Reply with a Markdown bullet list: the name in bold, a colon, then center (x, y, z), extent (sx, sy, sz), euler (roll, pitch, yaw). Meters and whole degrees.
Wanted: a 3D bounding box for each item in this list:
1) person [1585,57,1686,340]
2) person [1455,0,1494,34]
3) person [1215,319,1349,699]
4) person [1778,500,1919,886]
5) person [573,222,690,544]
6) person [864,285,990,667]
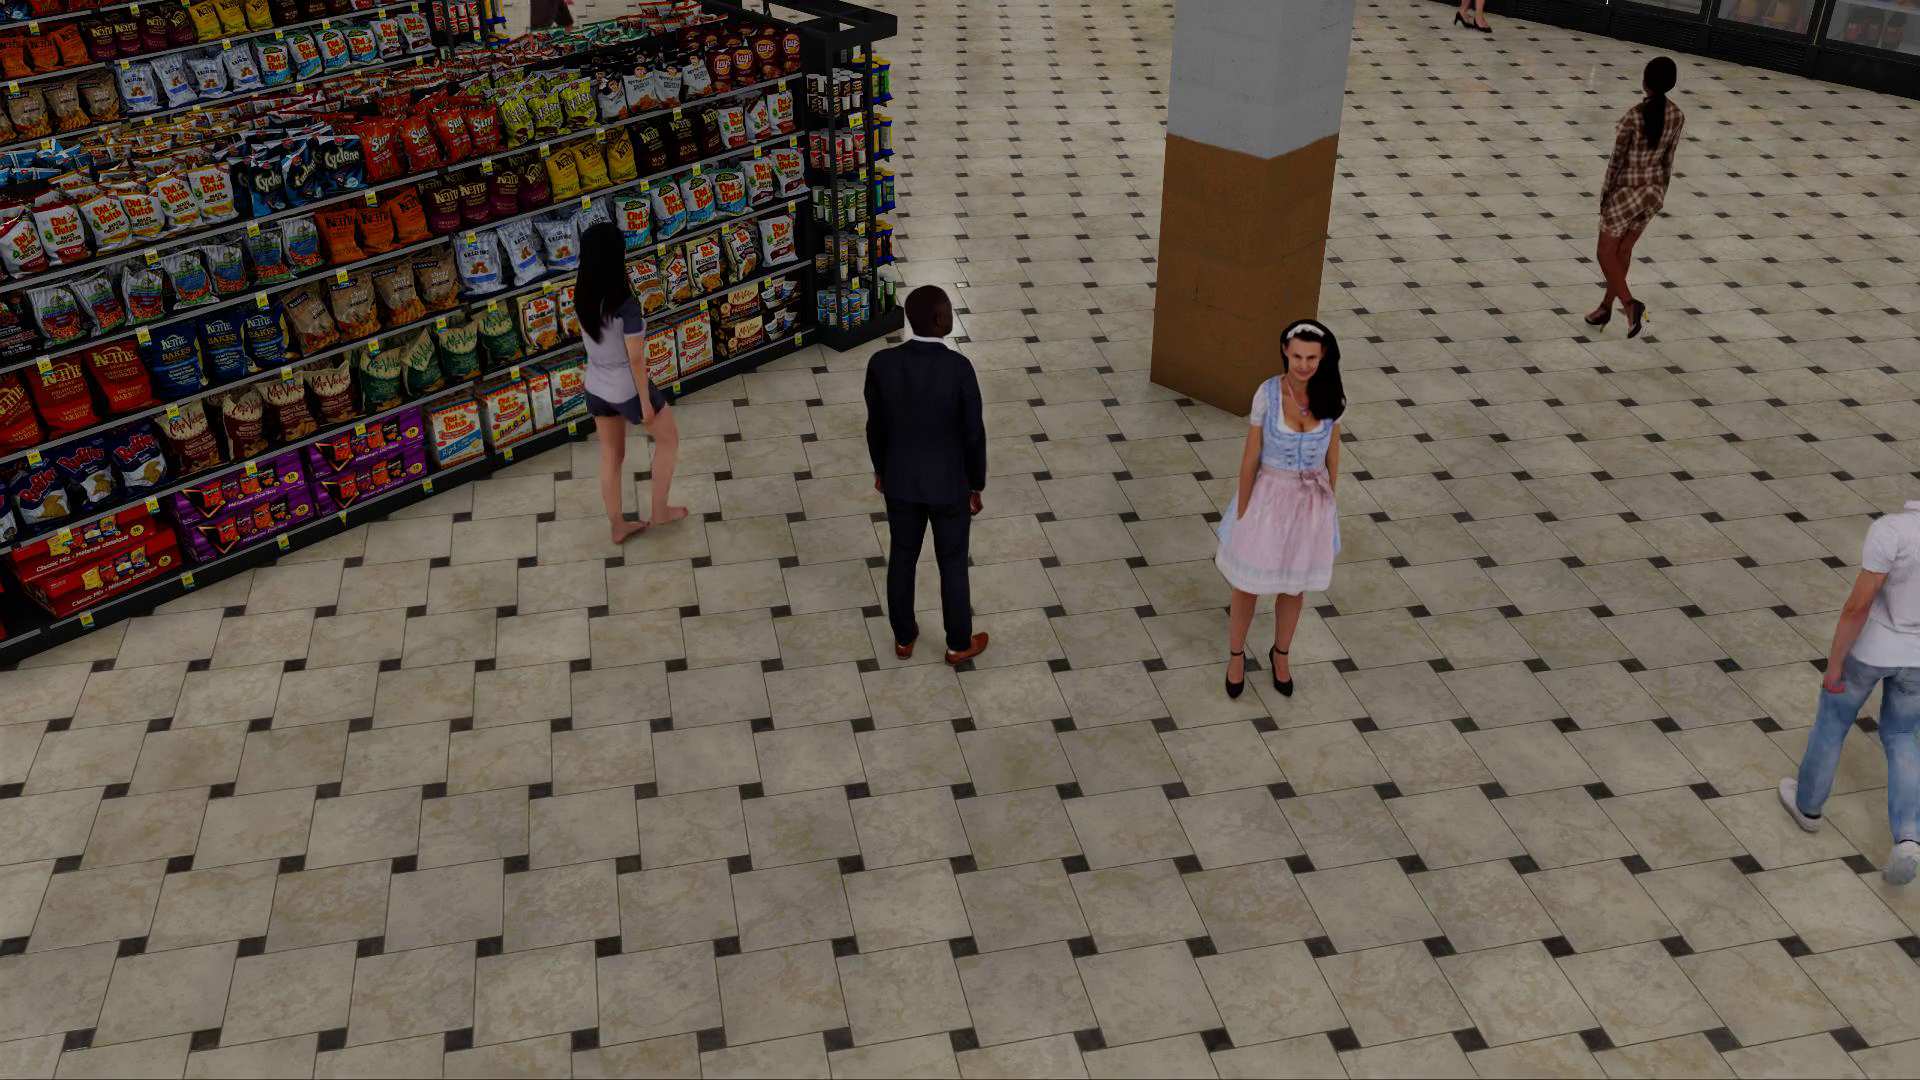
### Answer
- **person**: center (4.168, -2.037, 10.208), extent (0.940, 1.781, 0.934), euler (-6, 32, -9)
- **person**: center (5.149, -5.951, 16.612), extent (0.688, 1.662, 0.788), euler (-26, 40, -35)
- **person**: center (1.378, -0.108, 7.076), extent (0.858, 1.815, 0.919), euler (-1, 32, -1)
- **person**: center (3.477, 0.471, 6.128), extent (1.033, 1.834, 1.113), euler (1, 32, 2)
- **person**: center (-1.727, -0.718, 8.169), extent (0.670, 1.696, 0.716), euler (20, 37, 29)
- **person**: center (-0.136, -0.258, 7.309), extent (0.777, 1.824, 0.756), euler (11, 33, 16)
